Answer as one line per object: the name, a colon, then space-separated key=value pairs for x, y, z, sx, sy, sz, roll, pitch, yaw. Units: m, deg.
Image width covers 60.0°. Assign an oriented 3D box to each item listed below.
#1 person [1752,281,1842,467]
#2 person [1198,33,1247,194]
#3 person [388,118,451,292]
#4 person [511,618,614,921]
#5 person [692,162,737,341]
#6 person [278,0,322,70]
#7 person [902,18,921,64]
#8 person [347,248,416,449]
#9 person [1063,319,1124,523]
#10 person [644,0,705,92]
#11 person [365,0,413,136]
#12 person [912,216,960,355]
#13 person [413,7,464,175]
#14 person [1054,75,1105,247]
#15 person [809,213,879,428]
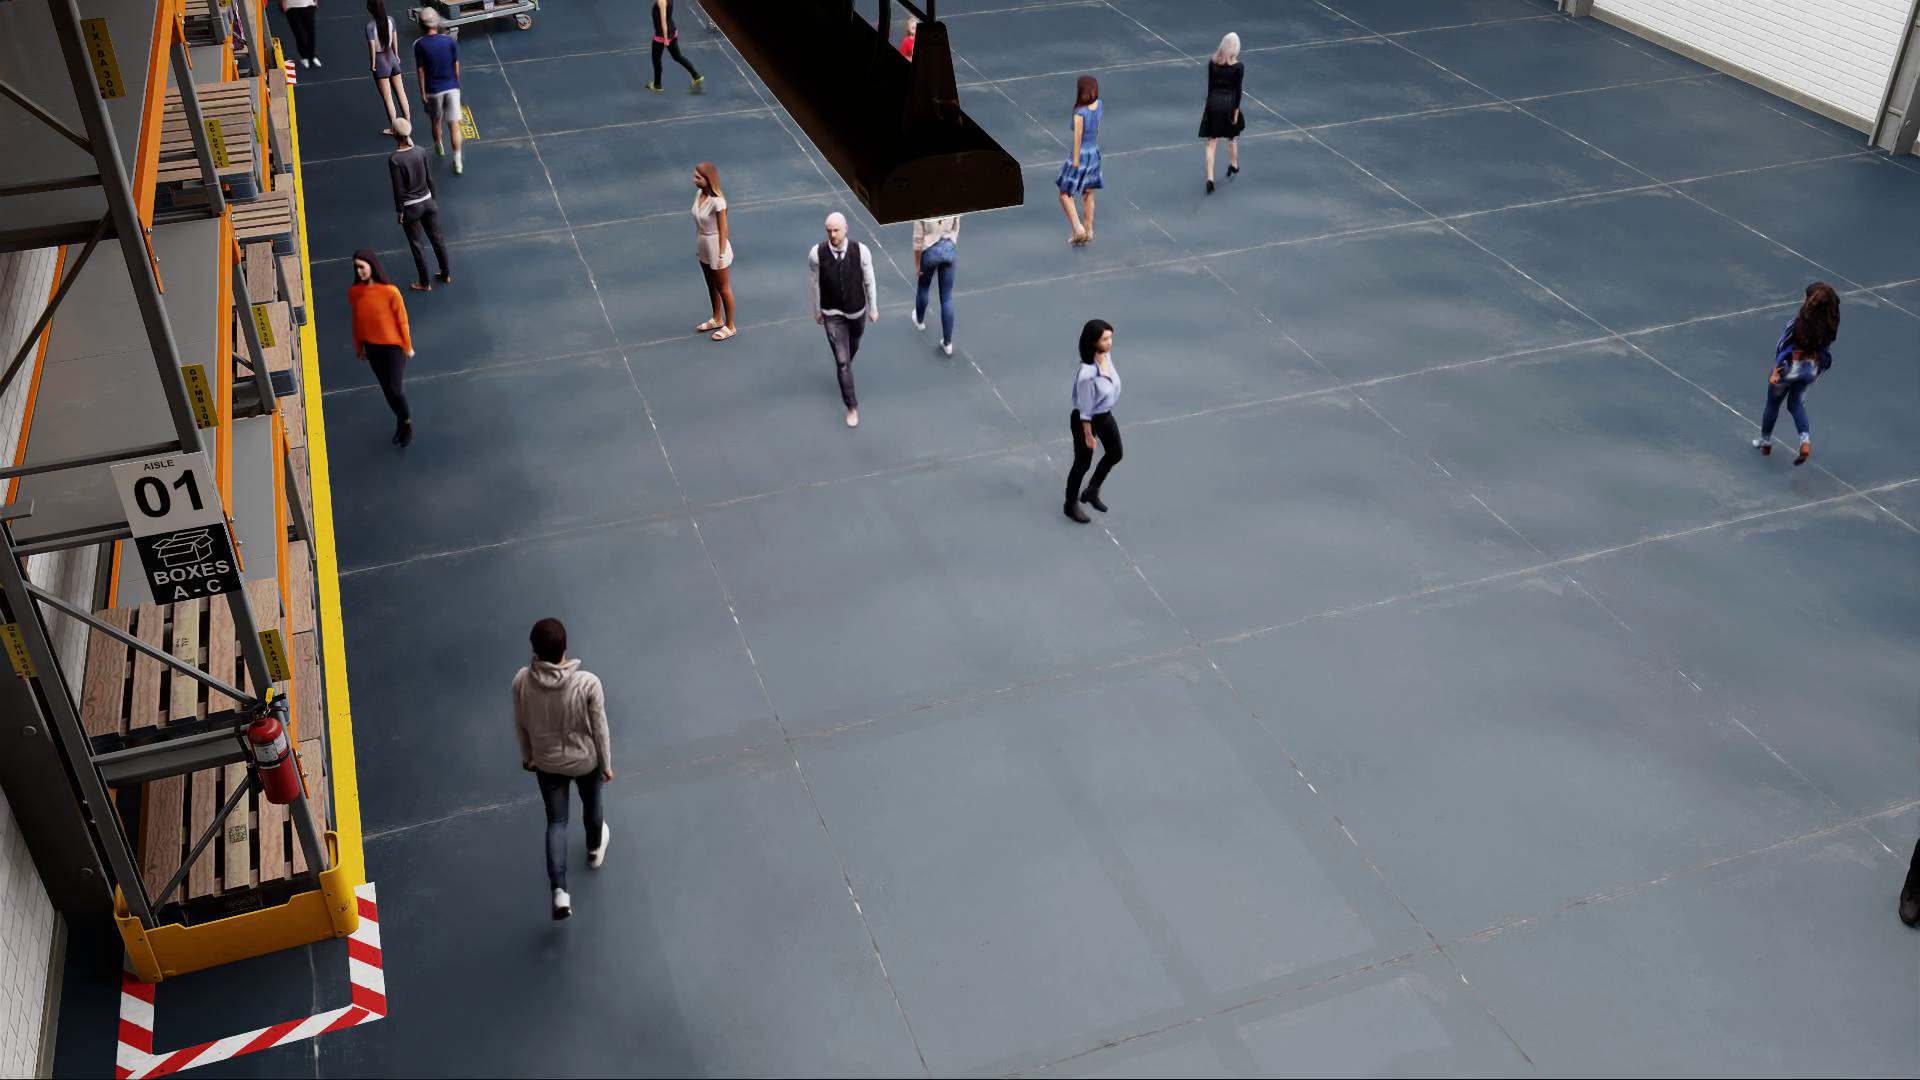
person: x=6.763 y=-1.304 z=13.387 sx=0.770 sy=1.601 sz=0.978 roll=-3 pitch=34 yaw=-5
person: x=2.860 y=-4.686 z=18.369 sx=1.004 sy=1.718 sz=1.059 roll=14 pitch=36 yaw=20
person: x=-5.311 y=-3.290 z=16.262 sx=0.687 sy=1.726 sz=0.684 roll=25 pitch=41 yaw=32
person: x=-2.211 y=1.297 z=9.267 sx=0.903 sy=1.829 sz=1.244 roll=-2 pitch=34 yaw=-3
person: x=-2.273 y=-2.691 z=15.388 sx=0.694 sy=1.696 sz=0.585 roll=-22 pitch=40 yaw=-30
person: x=-8.817 y=-7.151 z=22.111 sx=0.758 sy=1.681 sz=0.759 roll=-27 pitch=42 yaw=-34
person: x=-0.568 y=-5.774 z=20.423 sx=0.549 sy=1.257 sz=0.854 roll=-16 pitch=37 yaw=-22
person: x=-4.706 y=-1.621 z=13.742 sx=0.740 sy=1.736 sz=0.774 roll=8 pitch=34 yaw=11
person: x=0.926 y=-0.902 z=12.665 sx=0.841 sy=1.731 sz=0.797 roll=20 pitch=38 yaw=27
person: x=-3.673 y=-6.450 z=21.200 sx=0.949 sy=1.523 sz=1.023 roll=7 pitch=34 yaw=10
person: x=-6.884 y=-5.709 z=19.970 sx=0.718 sy=1.651 sz=0.672 roll=17 pitch=37 yaw=24
person: x=-0.175 y=-2.494 z=15.102 sx=0.681 sy=1.683 sz=1.025 roll=-7 pitch=34 yaw=-11
person: x=-5.853 y=-5.054 z=18.857 sx=0.615 sy=1.792 sz=1.060 roll=-13 pitch=36 yaw=-18
person: x=1.325 y=-3.832 z=17.019 sx=0.873 sy=1.791 sz=0.824 roll=22 pitch=39 yaw=29
person: x=-0.992 y=-1.963 z=14.226 sx=0.871 sy=1.769 sz=1.335 roll=-6 pitch=34 yaw=-9
